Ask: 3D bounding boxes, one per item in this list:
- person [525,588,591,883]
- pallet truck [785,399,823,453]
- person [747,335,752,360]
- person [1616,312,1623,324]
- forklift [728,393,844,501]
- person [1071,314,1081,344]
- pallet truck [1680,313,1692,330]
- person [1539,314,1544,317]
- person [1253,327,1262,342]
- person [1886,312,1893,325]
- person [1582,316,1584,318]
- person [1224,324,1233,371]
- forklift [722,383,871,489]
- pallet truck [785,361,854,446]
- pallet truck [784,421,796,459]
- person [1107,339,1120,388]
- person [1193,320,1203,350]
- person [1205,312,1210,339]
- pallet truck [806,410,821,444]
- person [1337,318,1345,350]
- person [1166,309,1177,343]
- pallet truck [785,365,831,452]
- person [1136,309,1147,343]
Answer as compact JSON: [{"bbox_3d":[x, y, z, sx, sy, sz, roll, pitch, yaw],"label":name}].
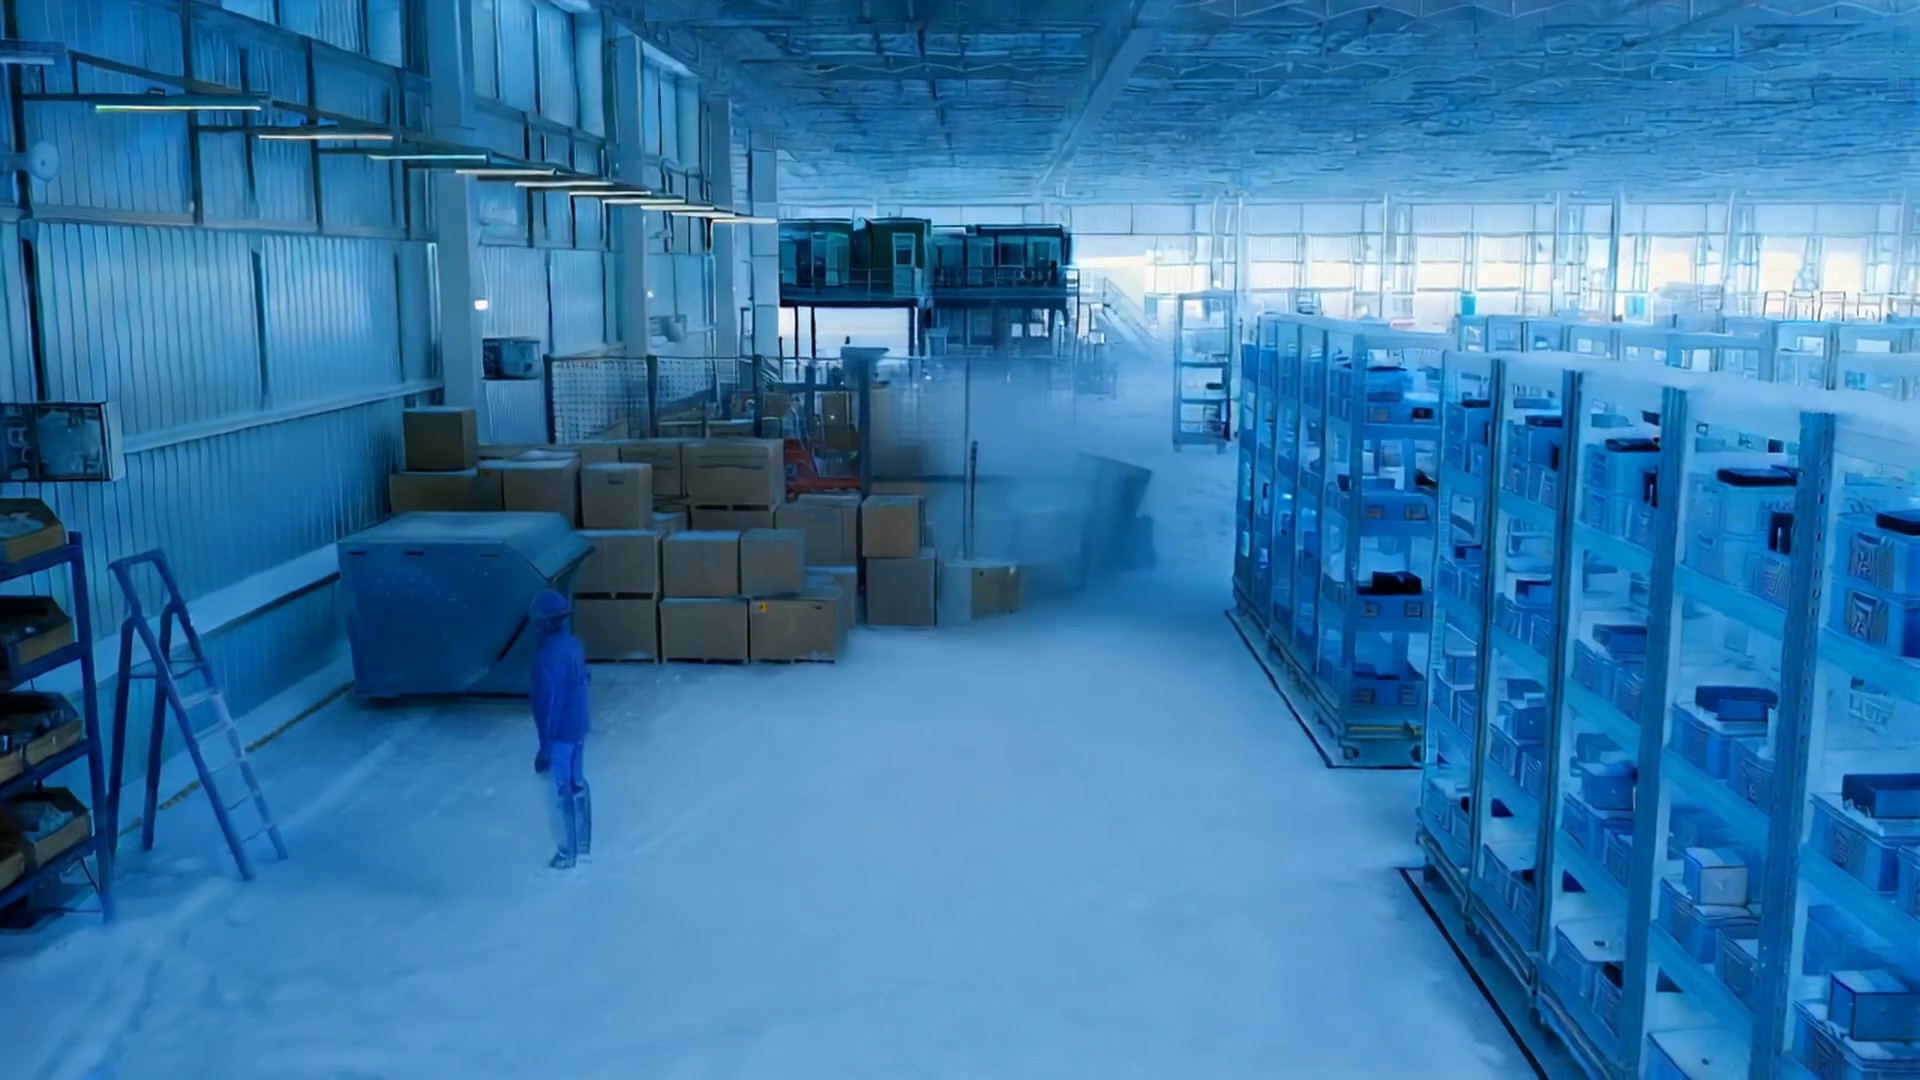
[{"bbox_3d":[-2.712,1.308,11.215,0.383,1.996,0.609,2,9,10],"label":"person"},{"bbox_3d":[-3.814,-2.432,36.419,1.630,1.274,0.653,0,9,1],"label":"pallet truck"},{"bbox_3d":[-8.328,-7.637,66.850,1.019,1.863,0.627,-2,9,-13],"label":"person"},{"bbox_3d":[34.784,-11.097,87.901,1.017,1.951,0.630,4,10,25],"label":"person"},{"bbox_3d":[-2.979,-1.316,26.476,2.680,1.987,1.157,0,9,1],"label":"forklift"},{"bbox_3d":[6.470,-11.754,92.637,0.920,1.717,0.525,-8,12,-39],"label":"person"},{"bbox_3d":[36.315,-10.531,84.244,0.823,1.965,1.885,-6,11,-33],"label":"pallet truck"},{"bbox_3d":[30.862,-11.062,88.114,0.910,1.800,0.649,5,10,28],"label":"person"},{"bbox_3d":[11.746,-7.566,65.815,0.745,2.000,0.693,3,10,17],"label":"person"},{"bbox_3d":[51.549,-11.722,92.131,1.004,1.828,0.590,-5,11,-30],"label":"person"},{"bbox_3d":[30.642,-10.141,82.313,0.859,1.838,0.554,-3,10,-16],"label":"person"},{"bbox_3d":[11.030,-7.927,68.357,0.377,1.938,0.547,-1,9,-4],"label":"person"},{"bbox_3d":[-2.893,-1.687,28.729,2.680,1.987,1.157,0,9,-1],"label":"forklift"},{"bbox_3d":[-3.410,-3.193,38.978,1.885,1.965,0.823,0,9,-1],"label":"pallet truck"},{"bbox_3d":[-4.013,-1.793,32.705,1.601,1.201,0.680,0,9,1],"label":"pallet truck"},{"bbox_3d":[5.300,-6.107,57.703,0.406,1.754,0.531,2,9,13],"label":"person"},{"bbox_3d":[12.418,-10.874,86.716,0.551,1.896,1.014,0,9,2],"label":"person"},{"bbox_3d":[14.498,-12.600,98.075,0.861,1.647,0.544,-1,9,-5],"label":"person"},{"bbox_3d":[-3.559,-2.018,33.905,1.522,1.261,0.704,0,9,-1],"label":"pallet truck"},{"bbox_3d":[16.918,-8.938,74.441,0.938,2.011,0.614,-4,10,-23],"label":"person"},{"bbox_3d":[12.073,-12.189,94.739,0.607,1.911,0.534,-2,9,-13],"label":"person"},{"bbox_3d":[-3.774,-2.976,37.635,1.885,1.965,0.823,1,9,5],"label":"pallet truck"},{"bbox_3d":[9.899,-11.581,90.725,0.610,1.996,0.379,1,9,5],"label":"person"}]
